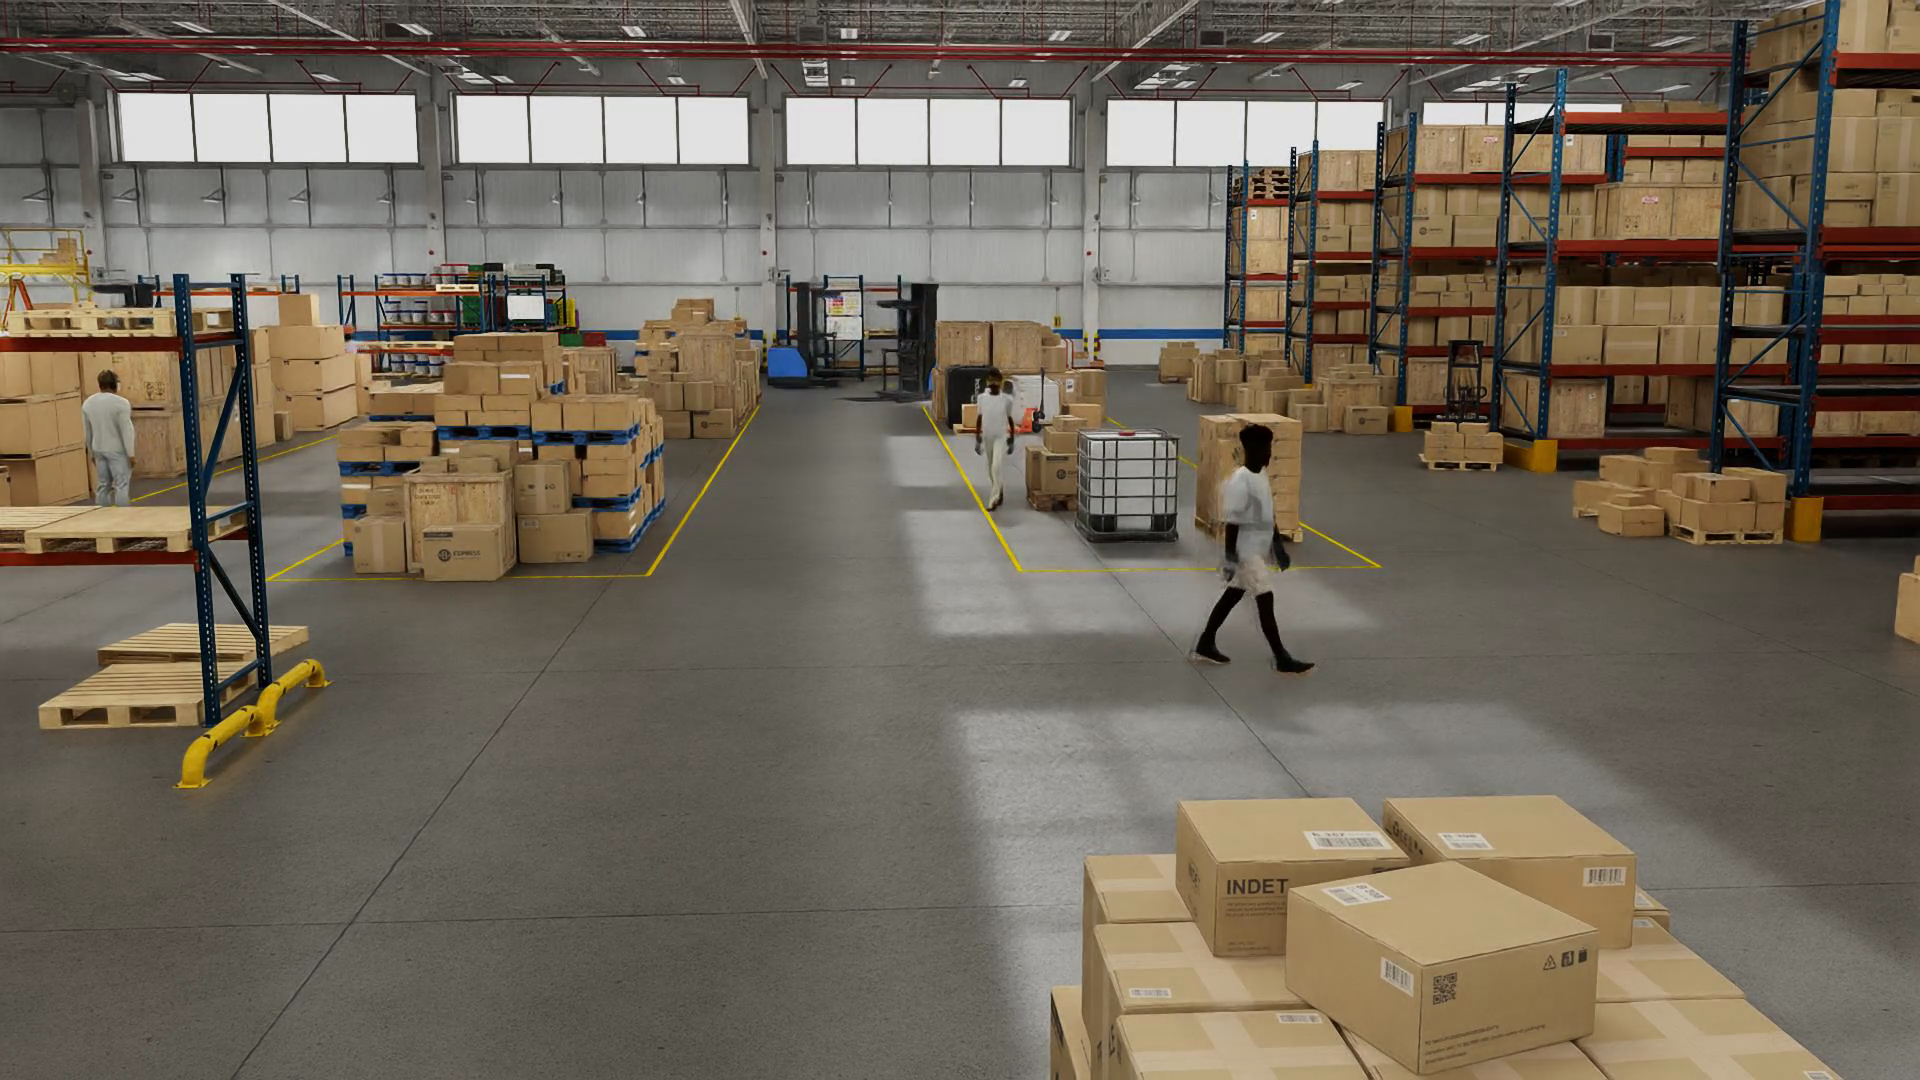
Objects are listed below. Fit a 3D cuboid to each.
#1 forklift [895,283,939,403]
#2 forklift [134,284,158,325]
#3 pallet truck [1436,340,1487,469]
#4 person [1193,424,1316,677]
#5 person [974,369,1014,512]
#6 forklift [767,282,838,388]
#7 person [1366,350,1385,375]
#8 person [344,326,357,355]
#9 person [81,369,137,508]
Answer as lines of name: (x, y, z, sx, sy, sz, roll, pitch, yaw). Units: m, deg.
forklift: (-0.823, -4.686, 39.455, 1.873, 2.768, 1.129, -4, 10, -23)
forklift: (-18.151, -4.331, 37.222, 1.873, 2.768, 1.129, -5, 10, -30)
pallet truck: (8.004, -2.170, 26.422, 0.823, 1.965, 1.885, 2, 9, 14)
person: (2.223, 0.064, 12.663, 1.008, 1.918, 0.605, 4, 10, 24)
person: (0.469, -1.317, 21.564, 0.518, 1.842, 0.852, 3, 10, 19)
forklift: (-4.238, -5.523, 44.713, 1.873, 2.768, 1.129, -1, 9, -4)
person: (9.341, -3.735, 37.401, 0.315, 1.631, 0.526, -7, 11, -36)
person: (-13.875, -3.918, 37.776, 1.011, 1.887, 0.550, -3, 10, -20)
person: (-9.831, -1.002, 19.272, 0.629, 1.940, 0.379, 2, 9, 15)
